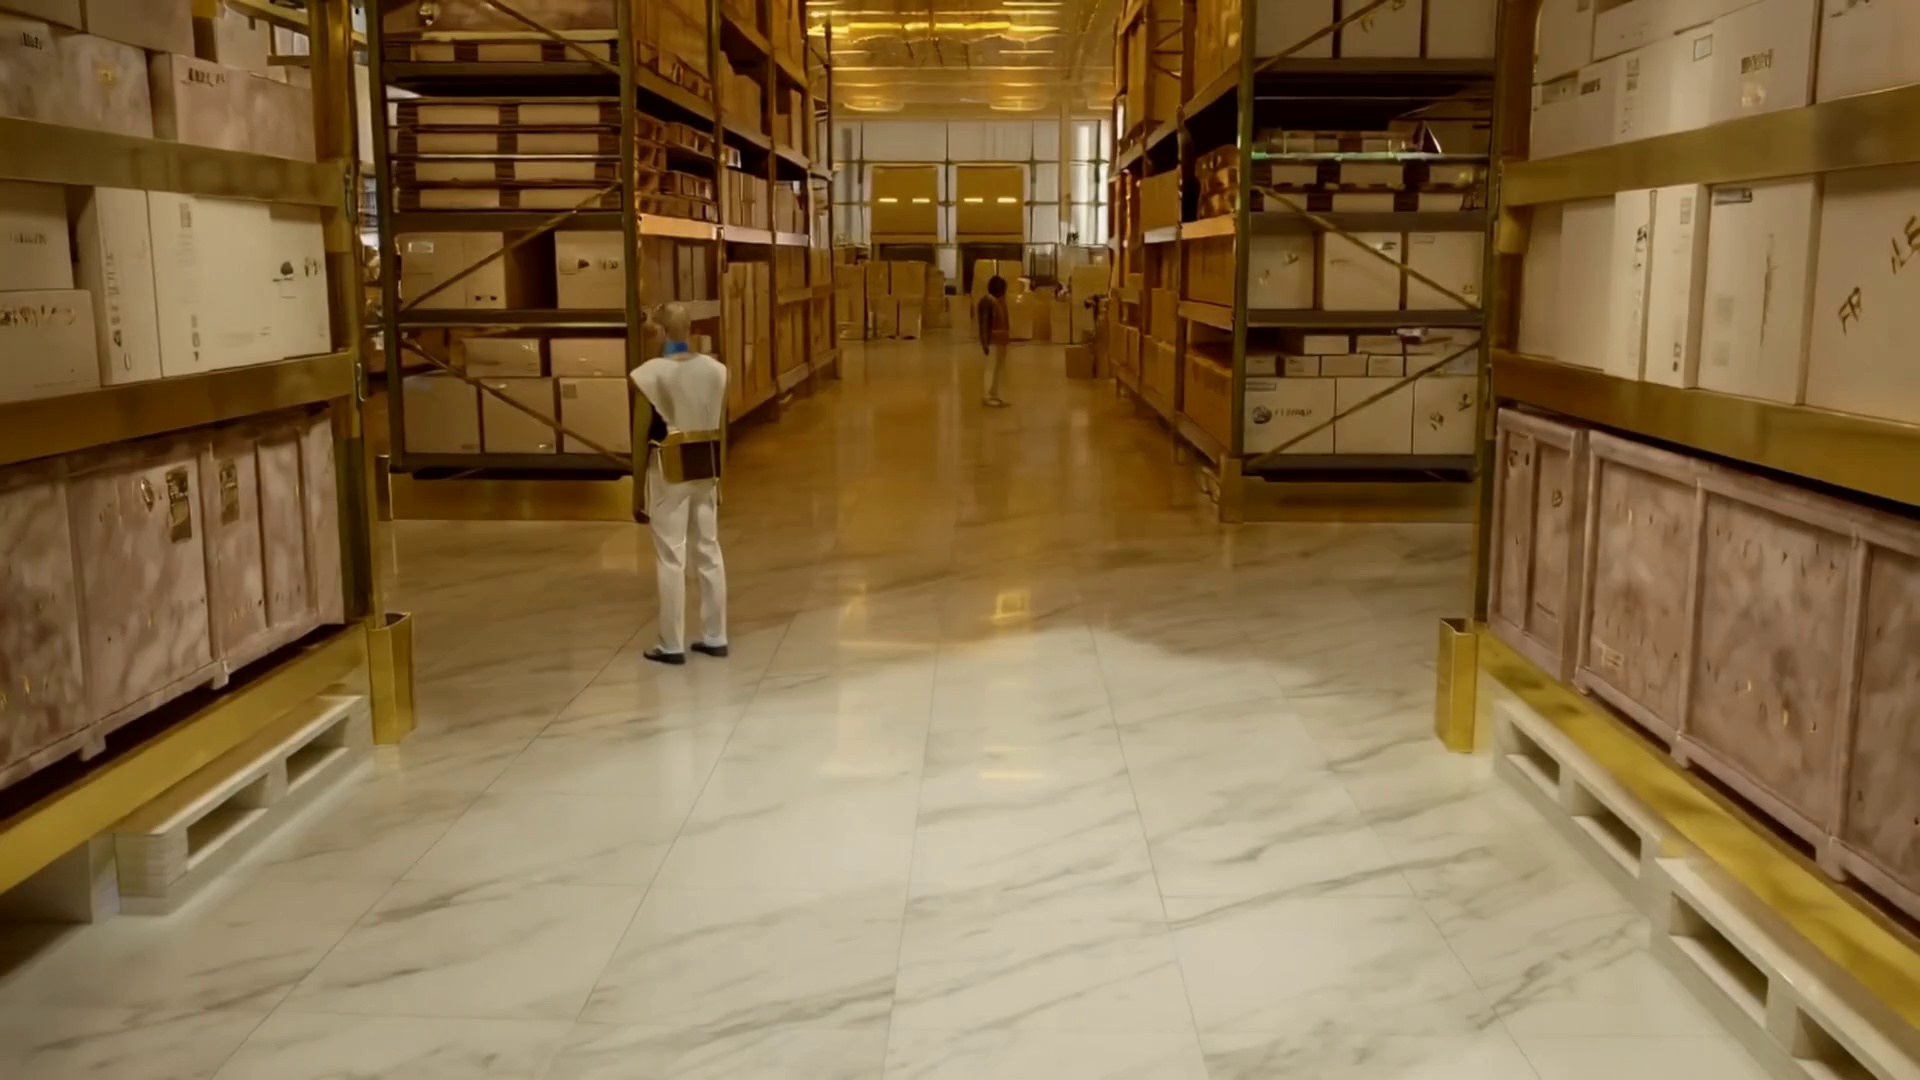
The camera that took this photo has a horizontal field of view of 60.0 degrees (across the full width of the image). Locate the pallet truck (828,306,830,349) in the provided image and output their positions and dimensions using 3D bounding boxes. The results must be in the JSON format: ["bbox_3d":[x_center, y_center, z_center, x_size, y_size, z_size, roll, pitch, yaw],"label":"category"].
[{"bbox_3d":[-3.100,-3.940,29.800,1.885,1.965,0.823,3,10,19],"label":"pallet truck"}]

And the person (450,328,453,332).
[{"bbox_3d":[-12.600,-5.883,41.843,1.045,1.873,0.670,8,13,41],"label":"person"}]

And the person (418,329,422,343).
[{"bbox_3d":[-13.578,-5.953,42.212,0.370,1.897,0.754,3,10,17],"label":"person"}]

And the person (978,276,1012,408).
[{"bbox_3d":[0.496,-2.764,23.246,0.429,1.837,0.630,5,11,29],"label":"person"}]

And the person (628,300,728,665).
[{"bbox_3d":[-1.397,-0.280,8.369,0.565,1.841,0.396,-9,13,-43],"label":"person"}]

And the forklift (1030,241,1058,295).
[{"bbox_3d":[3.221,-10.070,63.882,1.129,2.768,1.873,0,9,1],"label":"forklift"}]
